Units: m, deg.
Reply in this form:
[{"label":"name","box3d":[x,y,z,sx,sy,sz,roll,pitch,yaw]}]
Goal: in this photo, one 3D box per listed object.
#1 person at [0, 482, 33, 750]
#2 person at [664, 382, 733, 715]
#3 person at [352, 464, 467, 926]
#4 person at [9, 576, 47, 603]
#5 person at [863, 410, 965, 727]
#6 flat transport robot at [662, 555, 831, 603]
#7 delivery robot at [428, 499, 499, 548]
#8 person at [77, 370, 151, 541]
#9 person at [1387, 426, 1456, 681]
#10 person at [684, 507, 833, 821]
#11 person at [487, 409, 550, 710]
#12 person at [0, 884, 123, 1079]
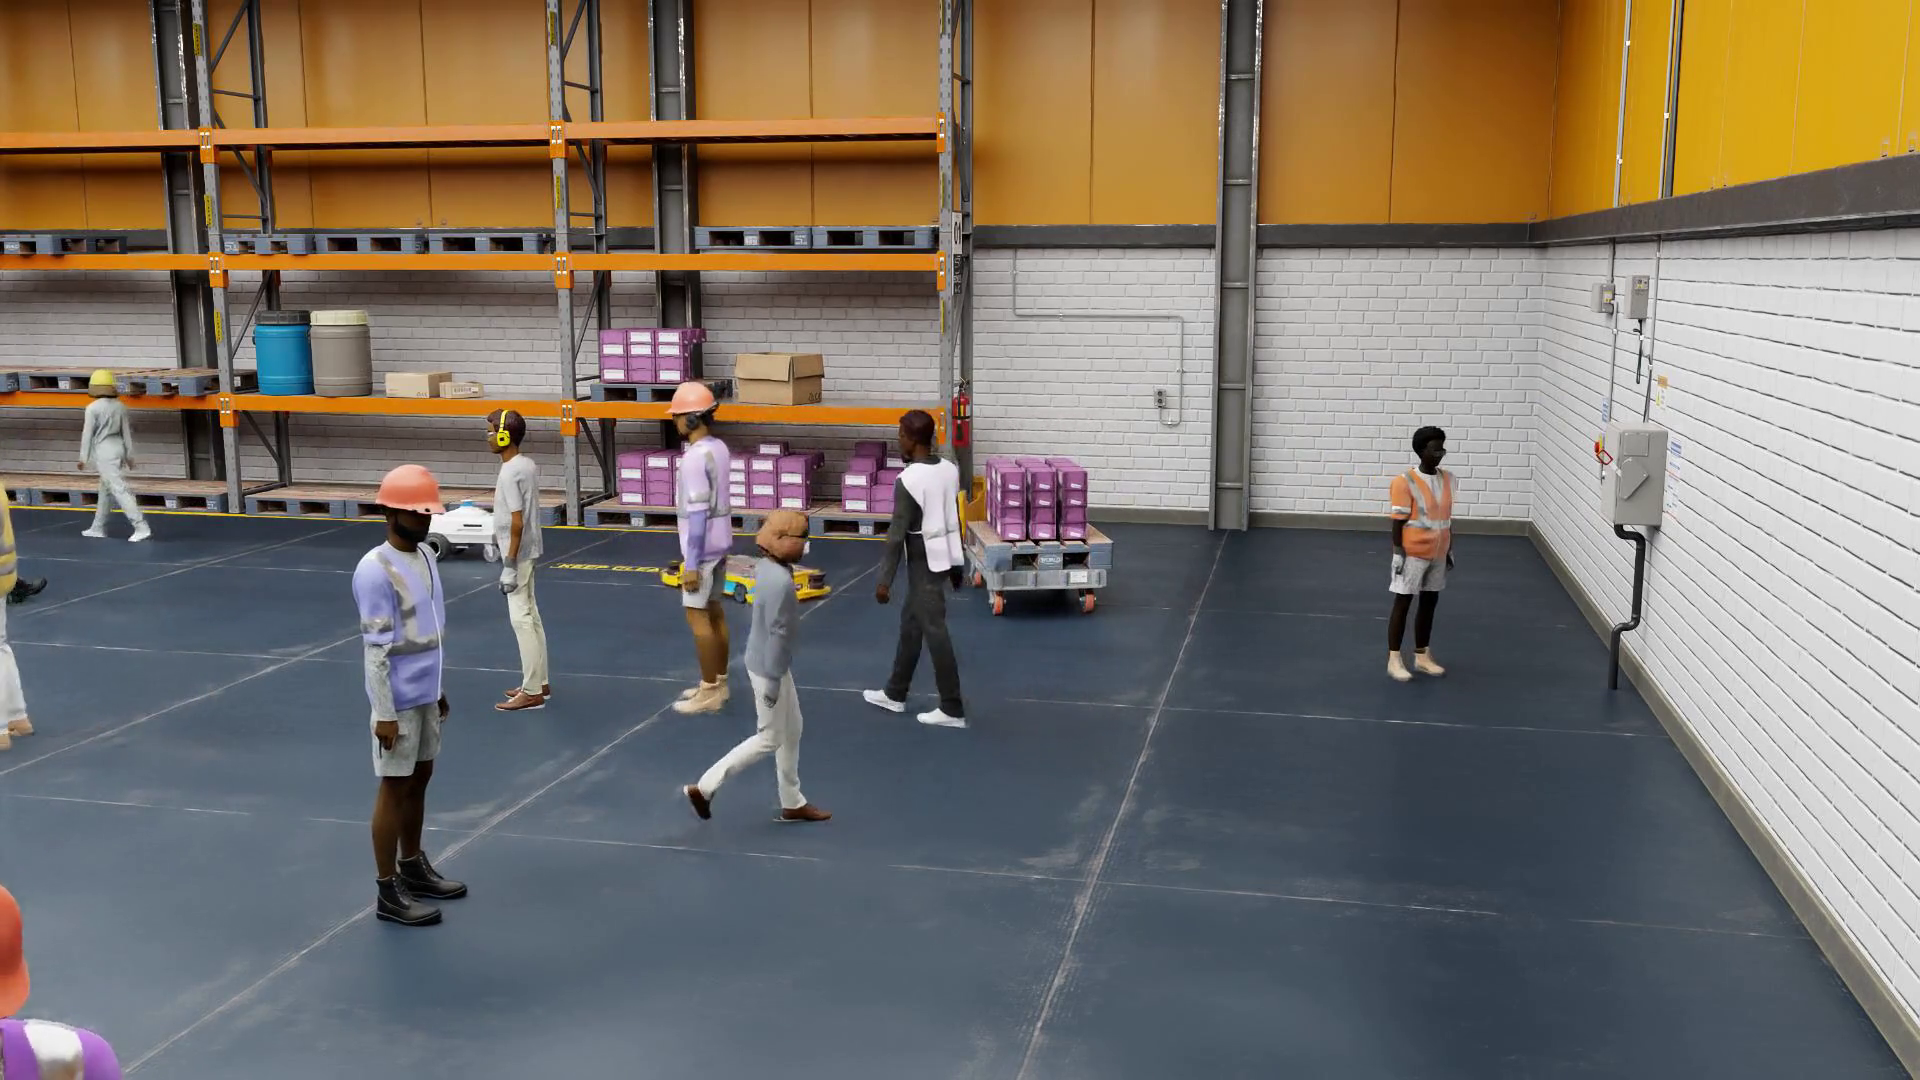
[{"label":"person","box3d":[-5.577,0.284,9.419,0.429,1.842,0.634,-4,10,-23]},{"label":"person","box3d":[-1.599,0.050,10.205,0.392,2.040,0.618,1,10,9]},{"label":"person","box3d":[-2.304,0.641,7.023,0.374,1.934,0.549,1,10,7]},{"label":"person","box3d":[-7.905,-0.362,13.161,0.535,1.864,1.064,8,12,39]},{"label":"person","box3d":[-0.324,0.165,9.963,0.868,1.885,0.627,5,11,26]},{"label":"flat transport robot","box3d":[-1.796,0.312,13.888,1.431,0.197,0.652,9,13,43]},{"label":"delivery robot","box3d":[-4.564,-0.133,15.406,0.707,0.478,0.477,1,10,6]},{"label":"person","box3d":[-8.402,-0.833,16.460,0.908,1.698,0.491,2,10,11]},{"label":"person","box3d":[3.064,0.085,11.017,0.540,1.695,0.317,-5,11,-27]},{"label":"person","box3d":[-0.987,0.631,8.057,0.659,1.603,0.533,-2,10,-9]},{"label":"person","box3d":[-2.742,0.122,10.292,0.310,1.868,0.532,0,10,-2]},{"label":"person","box3d":[-1.684,1.392,2.769,0.595,1.883,1.005,-8,12,-38]}]
